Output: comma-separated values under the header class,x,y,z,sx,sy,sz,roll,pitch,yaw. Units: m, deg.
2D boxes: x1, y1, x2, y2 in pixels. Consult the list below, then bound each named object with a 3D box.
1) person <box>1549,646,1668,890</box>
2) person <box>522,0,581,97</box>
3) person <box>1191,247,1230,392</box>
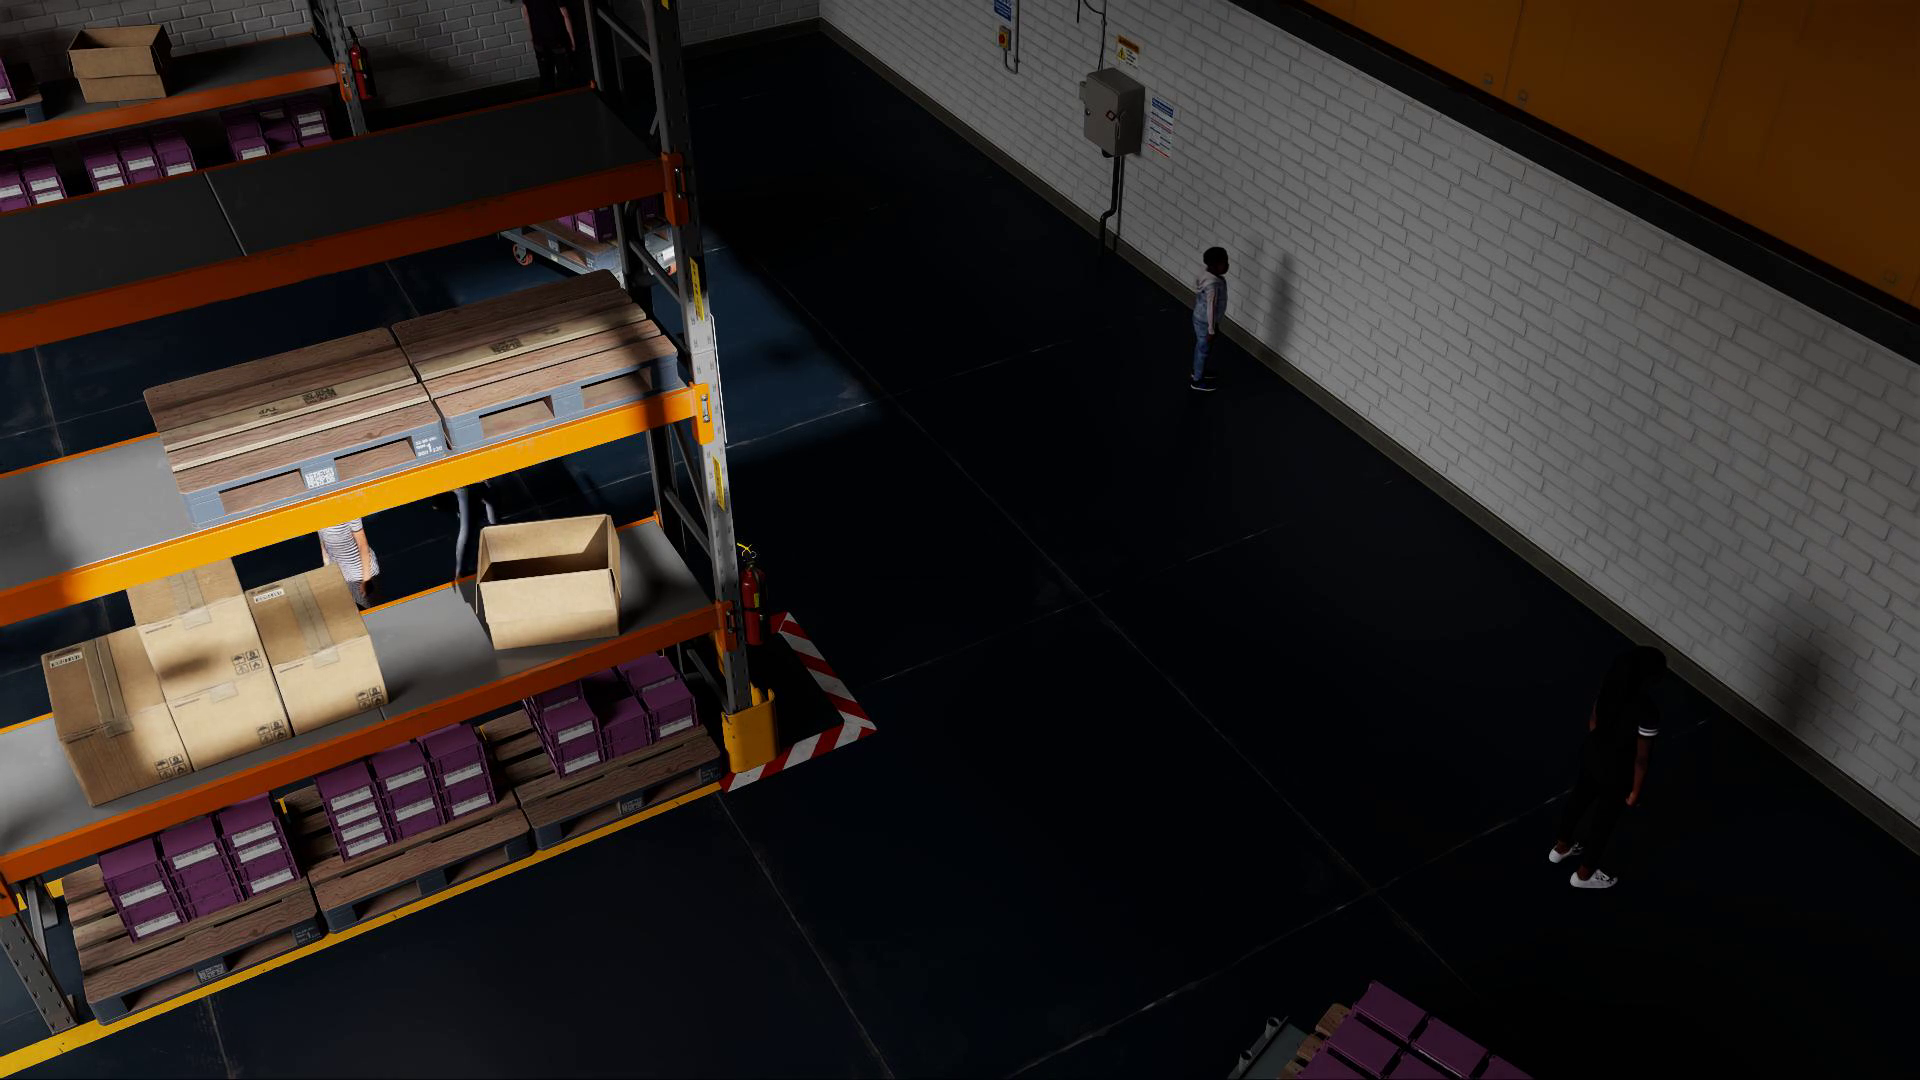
class,x,y,z,sx,sy,sz,roll,pitch,yaw
person,3.620,1.246,9.238,0.639,1.729,0.659,-11,40,-14
person,-4.216,-5.166,17.174,0.803,1.844,0.824,15,41,18
person,2.003,-1.811,13.442,0.602,1.258,0.555,2,39,3
